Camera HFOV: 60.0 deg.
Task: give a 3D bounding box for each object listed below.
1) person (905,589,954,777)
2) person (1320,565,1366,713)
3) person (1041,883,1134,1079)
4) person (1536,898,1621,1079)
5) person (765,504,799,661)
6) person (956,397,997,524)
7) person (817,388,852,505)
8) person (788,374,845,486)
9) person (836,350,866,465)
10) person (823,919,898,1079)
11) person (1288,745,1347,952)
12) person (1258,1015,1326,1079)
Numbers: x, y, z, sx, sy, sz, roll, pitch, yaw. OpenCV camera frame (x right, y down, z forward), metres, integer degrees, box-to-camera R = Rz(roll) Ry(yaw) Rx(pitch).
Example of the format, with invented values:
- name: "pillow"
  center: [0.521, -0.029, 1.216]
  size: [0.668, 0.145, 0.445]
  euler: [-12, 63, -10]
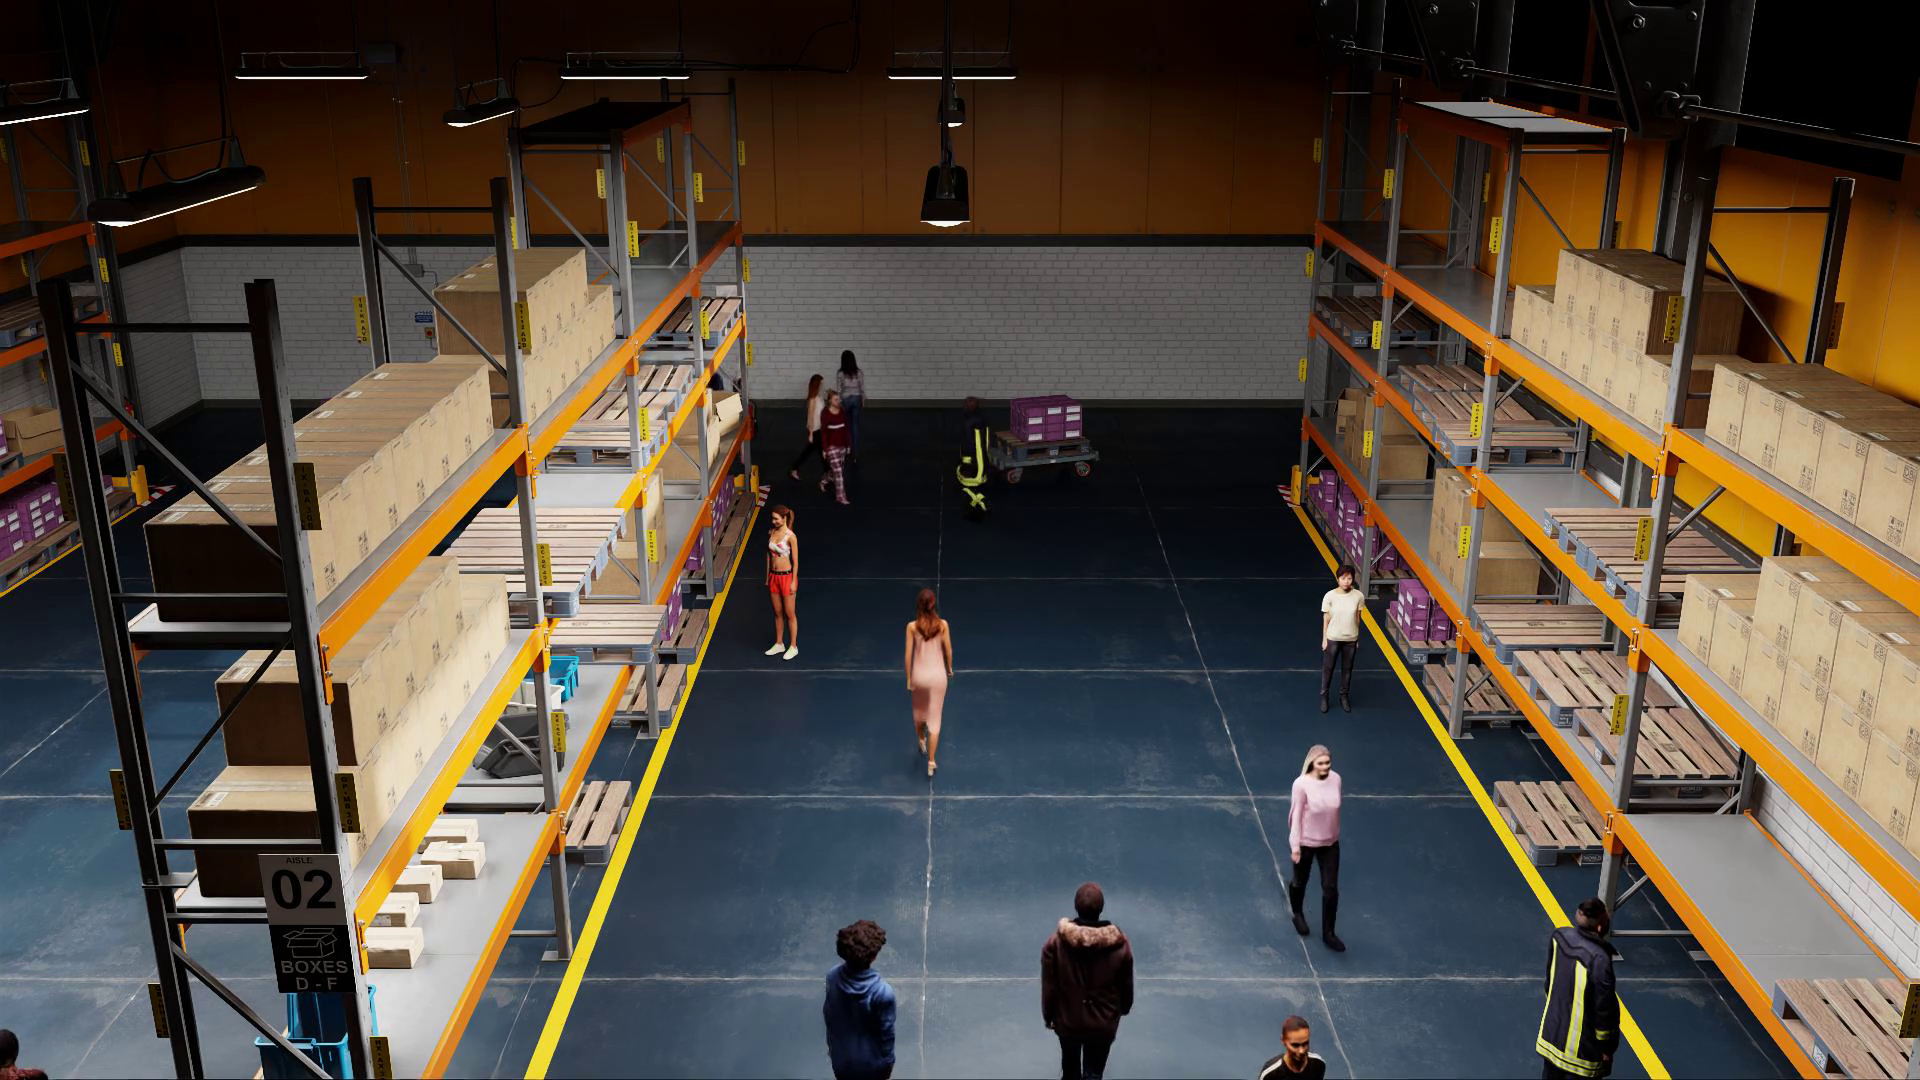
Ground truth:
- name: "person"
  center: [-0.300, 1.381, 15.797]
  size: [0.606, 1.799, 0.926]
  euler: [1, 19, 3]
- name: "person"
  center: [3.945, 1.015, 17.215]
  size: [0.595, 1.588, 0.464]
  euler: [0, 19, -1]
- name: "person"
  center: [0.811, 3.118, 10.653]
  size: [0.792, 1.790, 1.165]
  euler: [1, 19, 3]
- name: "person"
  center: [3.959, 3.086, 10.637]
  size: [0.903, 1.860, 0.761]
  euler: [-7, 20, -19]
- name: "person"
  center: [-1.977, 0.449, 18.580]
  size: [0.674, 1.788, 0.713]
  euler: [12, 22, 32]
- name: "person"
  center: [0.273, -1.081, 23.096]
  size: [1.067, 1.807, 1.033]
  euler: [11, 21, 29]
- name: "person"
  center: [-1.862, -1.368, 24.156]
  size: [1.044, 1.673, 0.989]
  euler: [18, 25, 42]
- name: "person"
  center: [-2.258, -1.625, 24.909]
  size: [0.753, 1.679, 1.078]
  euler: [3, 19, 8]
- name: "person"
  center: [-1.697, -2.040, 26.057]
  size: [0.716, 1.733, 1.191]
  euler: [-2, 19, -7]
- name: "person"
  center: [-0.669, 3.218, 10.351]
  size: [0.882, 1.792, 0.978]
  euler: [10, 21, 27]
- name: "person"
  center: [2.758, 2.347, 13.142]
  size: [0.753, 1.663, 0.933]
  euler: [-5, 19, -13]
- name: "person"
  center: [1.887, 3.480, 9.827]
  size: [0.727, 1.631, 1.096]
  euler: [-4, 19, -11]
